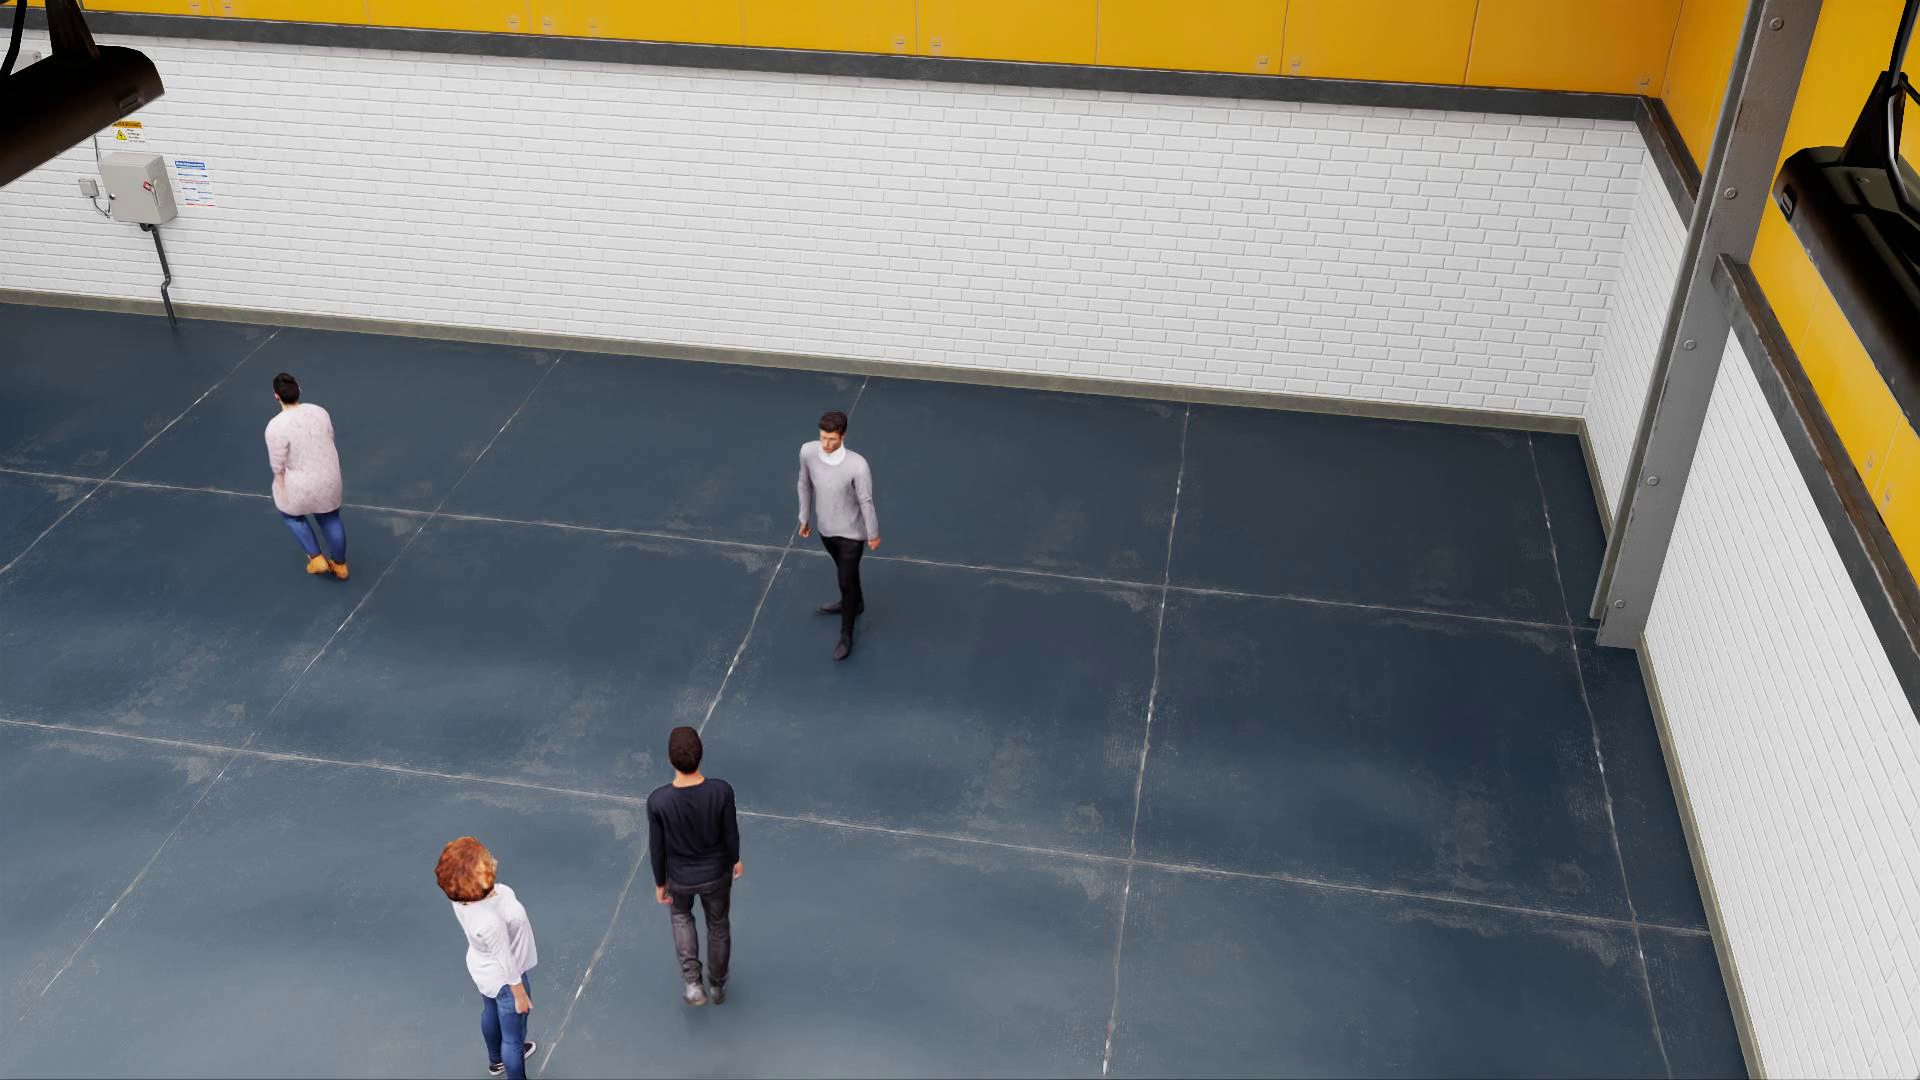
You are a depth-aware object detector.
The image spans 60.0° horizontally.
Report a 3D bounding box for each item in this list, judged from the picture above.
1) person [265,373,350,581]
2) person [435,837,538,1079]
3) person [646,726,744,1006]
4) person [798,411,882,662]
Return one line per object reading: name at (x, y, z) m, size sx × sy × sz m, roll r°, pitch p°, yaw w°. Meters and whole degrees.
person at (-4.820, -0.430, 12.403) m, size 0.874 × 1.732 × 0.781 m, roll 27°, pitch 42°, yaw 35°
person at (-2.377, 2.186, 8.483) m, size 0.810 × 1.714 × 0.751 m, roll -22°, pitch 39°, yaw -29°
person at (-1.386, 1.833, 8.883) m, size 0.763 × 1.859 × 0.821 m, roll -6°, pitch 34°, yaw -10°
person at (-0.814, -0.135, 11.813) m, size 0.996 × 1.893 × 1.079 m, roll 26°, pitch 42°, yaw 34°
